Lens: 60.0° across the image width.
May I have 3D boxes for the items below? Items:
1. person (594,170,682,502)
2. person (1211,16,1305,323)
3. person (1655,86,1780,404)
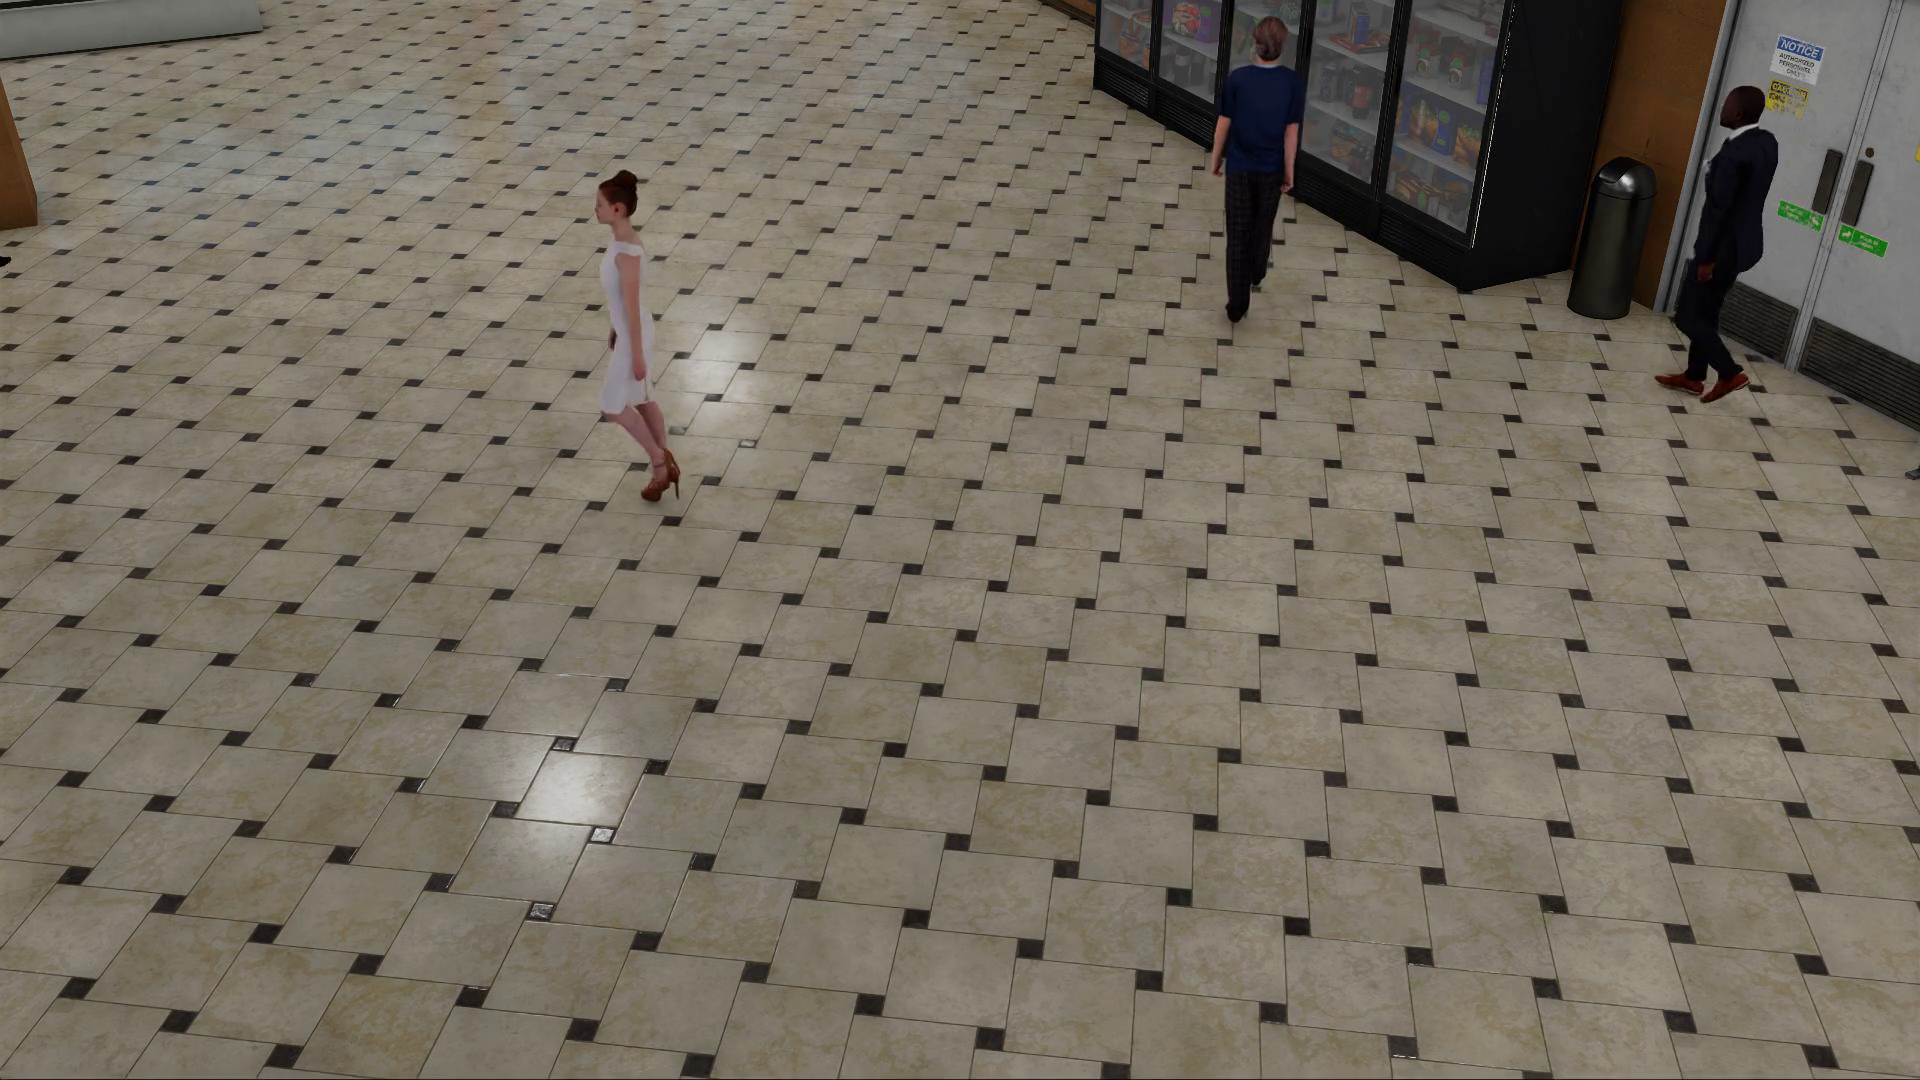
[{"bbox_3d":[-1.523,-0.963,8.255,0.667,1.781,0.643,-7,33,-11],"label":"person"},{"bbox_3d":[1.817,-2.233,10.257,1.157,1.823,1.066,2,32,3],"label":"person"},{"bbox_3d":[4.300,-1.574,9.218,0.878,1.802,0.933,-25,40,-35],"label":"person"}]
